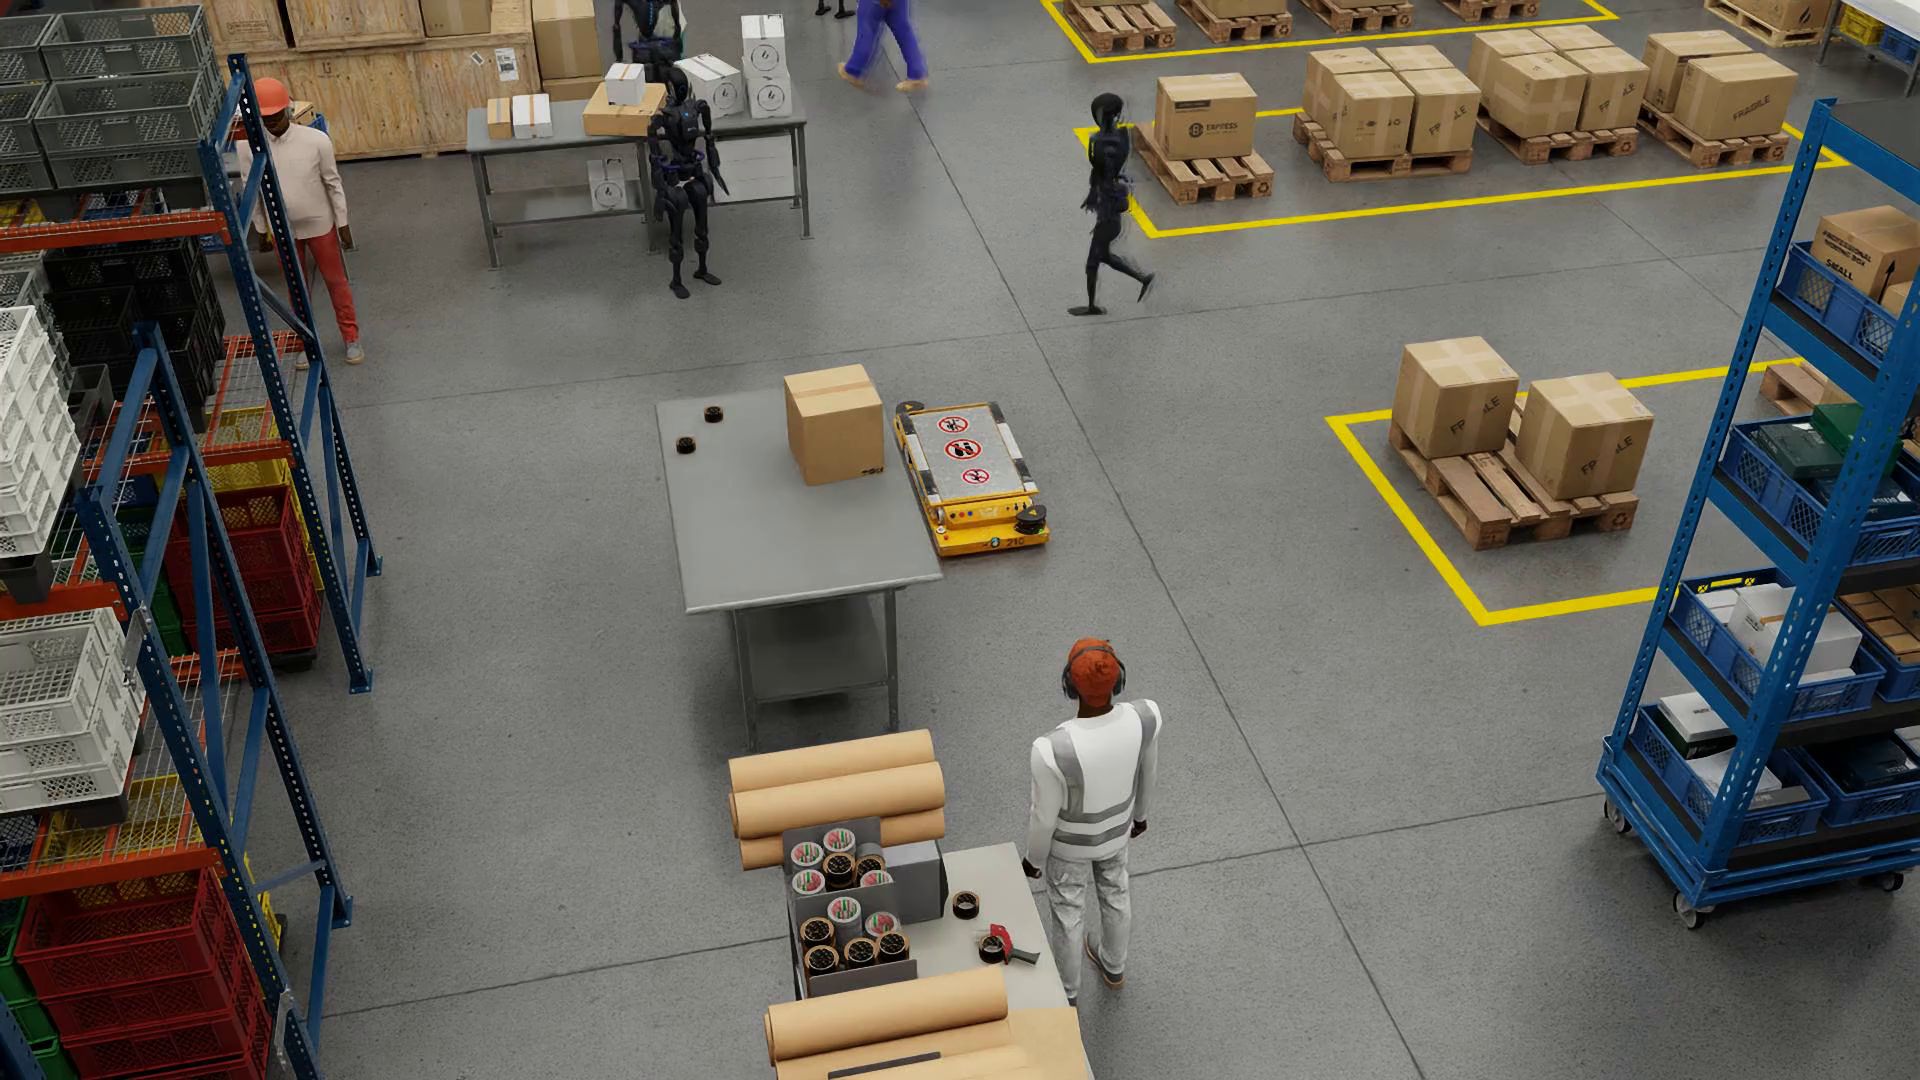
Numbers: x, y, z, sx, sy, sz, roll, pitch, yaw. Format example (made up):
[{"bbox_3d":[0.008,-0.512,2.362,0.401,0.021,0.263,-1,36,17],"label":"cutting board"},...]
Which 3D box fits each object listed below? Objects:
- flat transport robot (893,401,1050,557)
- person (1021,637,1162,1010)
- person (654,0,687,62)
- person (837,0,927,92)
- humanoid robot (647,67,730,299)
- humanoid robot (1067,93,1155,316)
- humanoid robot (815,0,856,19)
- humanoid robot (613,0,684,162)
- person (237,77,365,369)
[{"bbox_3d":[0.046,-0.430,10.108,0.652,0.197,1.431,-8,37,-10],"label":"flat transport robot"},{"bbox_3d":[0.509,1.160,6.641,0.582,1.881,0.340,-19,41,-23],"label":"person"},{"bbox_3d":[-2.496,-4.321,14.109,0.331,1.763,0.546,5,37,7],"label":"person"},{"bbox_3d":[-0.708,-5.042,14.847,0.856,2.000,0.718,12,38,15],"label":"person"},{"bbox_3d":[-1.934,-2.537,11.772,0.614,1.657,0.308,-30,46,-34],"label":"humanoid robot"},{"bbox_3d":[1.082,-2.314,11.501,0.552,1.642,0.577,2,37,3],"label":"humanoid robot"},{"bbox_3d":[-1.288,-6.053,16.498,0.606,1.657,0.321,20,41,25],"label":"humanoid robot"},{"bbox_3d":[-2.538,-3.933,13.685,0.610,1.647,0.367,-20,41,-24],"label":"humanoid robot"},{"bbox_3d":[-4.307,-2.057,10.872,0.609,1.995,0.375,-6,37,-8],"label":"person"}]
